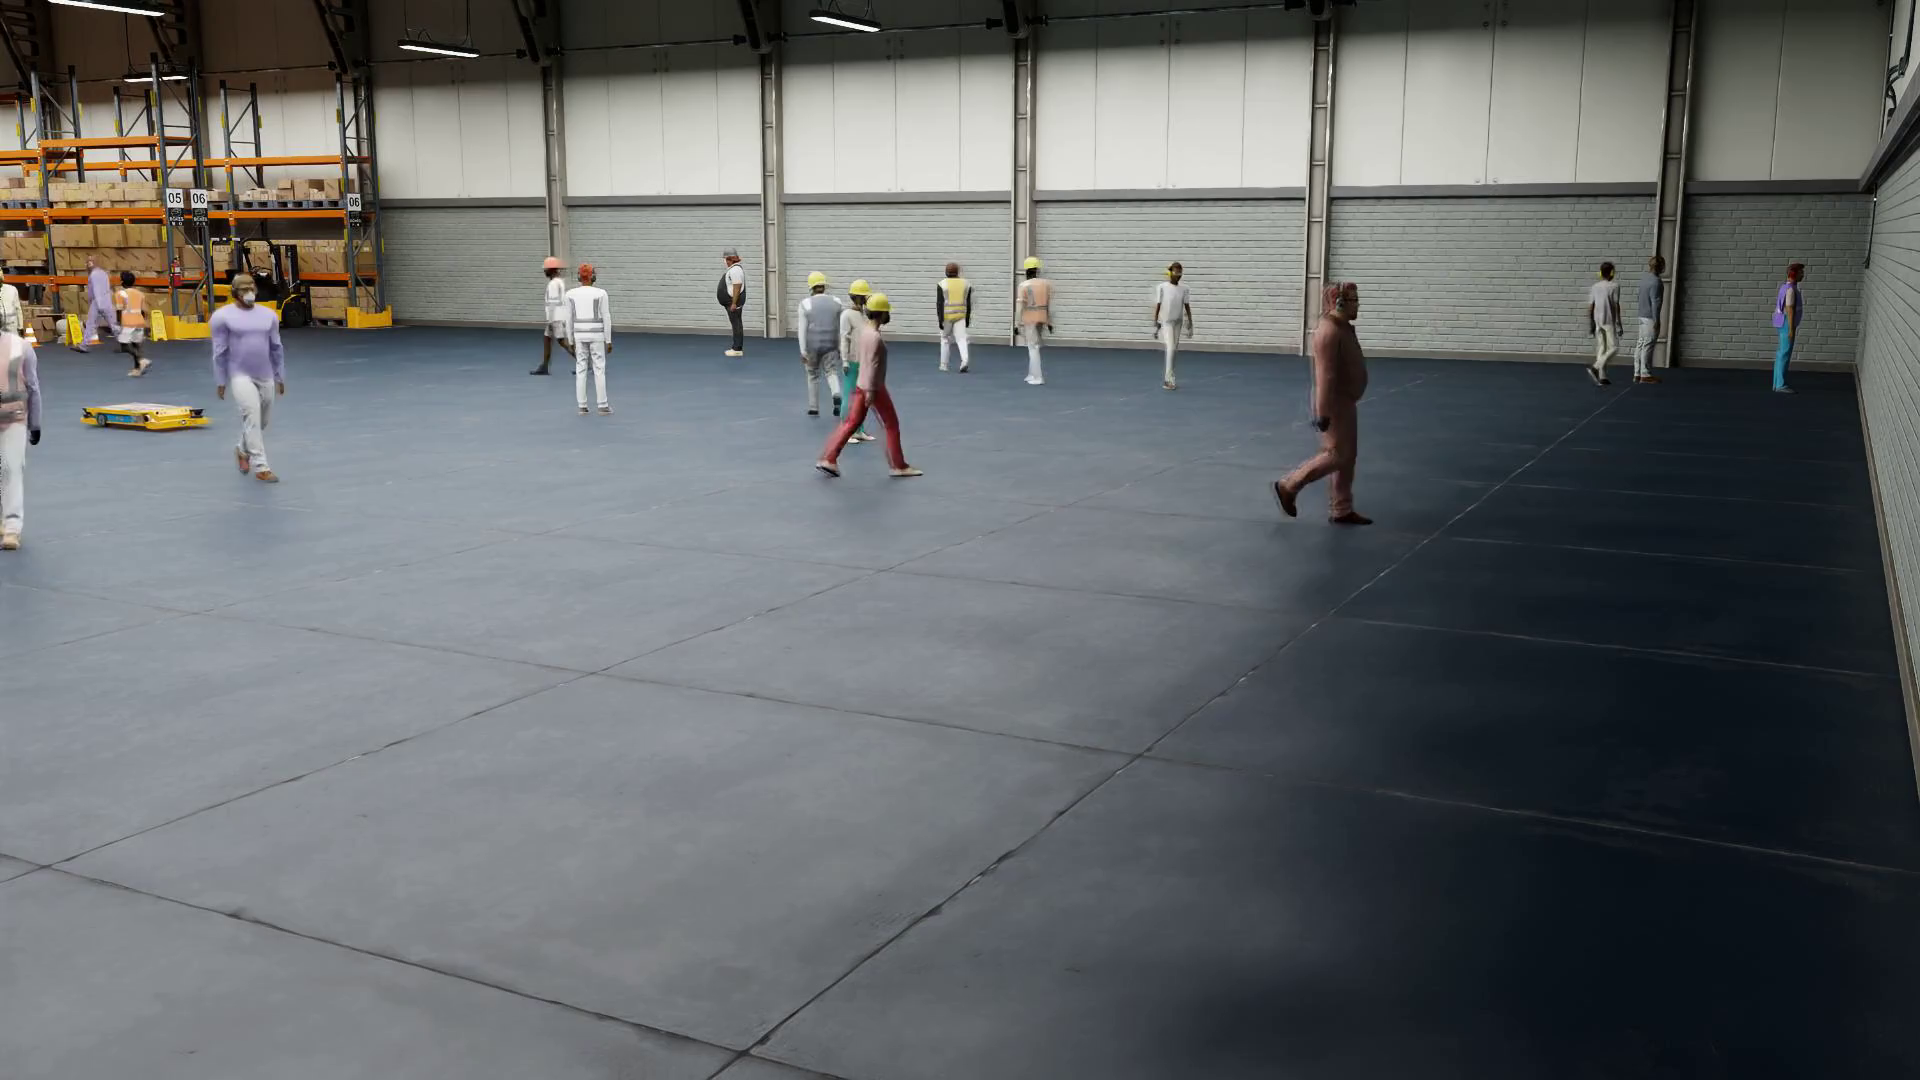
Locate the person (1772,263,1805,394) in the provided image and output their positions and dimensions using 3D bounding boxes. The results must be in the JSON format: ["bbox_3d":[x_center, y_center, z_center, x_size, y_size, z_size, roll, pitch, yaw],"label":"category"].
[{"bbox_3d":[11.792,-3.013,23.702,0.390,1.846,0.565,3,11,18],"label":"person"}]

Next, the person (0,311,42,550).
[{"bbox_3d":[-7.058,-0.860,12.137,0.630,1.799,0.971,-4,11,-21],"label":"person"}]

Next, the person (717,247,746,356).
[{"bbox_3d":[-4.264,-4.454,31.033,0.536,2.000,0.683,-1,10,-8],"label":"person"}]

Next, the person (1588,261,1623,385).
[{"bbox_3d":[9.612,-3.217,24.789,0.568,1.860,0.588,-5,12,-28],"label":"person"}]

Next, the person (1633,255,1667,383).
[{"bbox_3d":[10.509,-3.355,25.317,0.352,1.937,0.635,1,10,4],"label":"person"}]

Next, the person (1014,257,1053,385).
[{"bbox_3d":[1.046,-3.297,25.074,0.628,1.904,0.695,-9,13,-39],"label":"person"}]

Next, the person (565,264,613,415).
[{"bbox_3d":[-4.633,-2.502,20.812,0.573,1.886,0.355,1,10,7],"label":"person"}]

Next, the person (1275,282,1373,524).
[{"bbox_3d":[2.866,-1.051,12.897,0.662,1.888,0.650,4,11,20],"label":"person"}]

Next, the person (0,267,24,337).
[{"bbox_3d":[-14.340,-3.208,24.844,0.507,1.816,0.609,10,14,43],"label":"person"}]

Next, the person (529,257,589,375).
[{"bbox_3d":[-6.430,-3.578,26.652,0.949,1.901,0.553,-1,10,-4],"label":"person"}]

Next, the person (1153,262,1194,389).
[{"bbox_3d":[3.142,-3.103,24.184,0.565,1.844,0.741,-4,11,-19],"label":"person"}]

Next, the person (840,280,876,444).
[{"bbox_3d":[-1.092,-1.932,18.034,0.330,1.765,0.533,6,12,31],"label":"person"}]

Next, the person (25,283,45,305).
[{"bbox_3d":[-24.771,-6.870,44.554,0.391,1.919,0.582,5,12,27],"label":"person"}]

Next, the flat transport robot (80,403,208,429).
[{"bbox_3d":[-9.614,-1.467,19.574,1.431,0.197,0.652,6,12,28],"label":"flat transport robot"}]

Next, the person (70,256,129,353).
[{"bbox_3d":[-16.405,-4.473,31.677,1.018,1.841,0.646,-1,10,-4],"label":"person"}]

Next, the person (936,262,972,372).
[{"bbox_3d":[-0.089,-3.659,27.356,0.626,1.816,0.909,-4,11,-19],"label":"person"}]

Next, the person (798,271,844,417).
[{"bbox_3d":[-1.689,-2.382,20.355,0.597,1.810,0.662,-4,11,-20],"label":"person"}]

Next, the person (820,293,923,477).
[{"bbox_3d":[-0.856,-1.426,15.408,0.933,1.717,0.521,-3,11,-17],"label":"person"}]

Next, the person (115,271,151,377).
[{"bbox_3d":[-12.976,-3.382,26.151,0.496,1.681,0.541,3,11,18],"label":"person"}]

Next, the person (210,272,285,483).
[{"bbox_3d":[-6.556,-1.501,15.301,0.890,1.913,0.637,9,14,41],"label":"person"}]
